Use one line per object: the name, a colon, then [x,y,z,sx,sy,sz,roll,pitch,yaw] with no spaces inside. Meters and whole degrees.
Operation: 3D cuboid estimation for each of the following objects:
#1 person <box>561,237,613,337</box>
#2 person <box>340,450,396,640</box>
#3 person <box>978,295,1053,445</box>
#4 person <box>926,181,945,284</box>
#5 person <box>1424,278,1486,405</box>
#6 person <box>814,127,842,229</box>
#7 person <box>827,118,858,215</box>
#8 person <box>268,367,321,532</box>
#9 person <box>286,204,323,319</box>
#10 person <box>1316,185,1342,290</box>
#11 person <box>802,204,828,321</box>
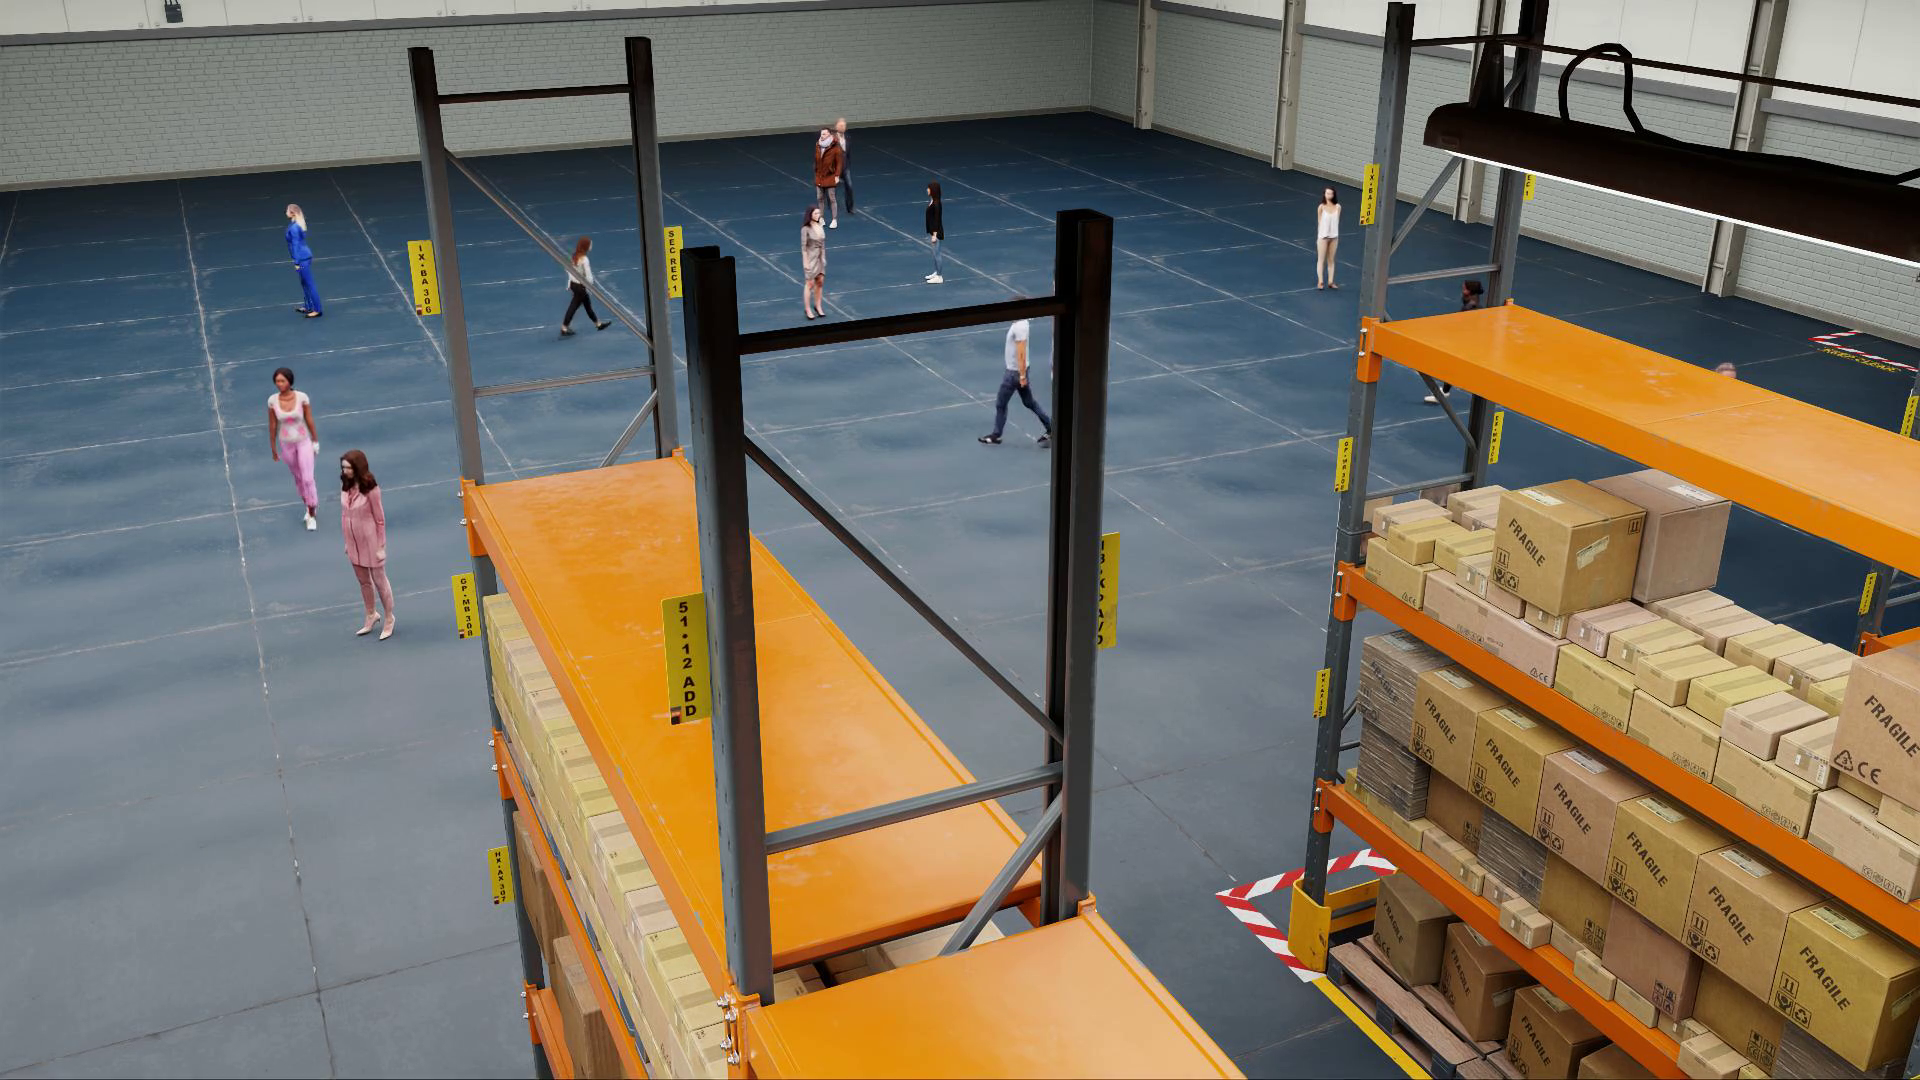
person: [-5.598,-3.635,24.137,0.712,1.423,0.972,-17,28,-34]
person: [-5.364,0.025,15.045,0.668,1.803,0.747,10,25,23]
person: [0.784,-1.981,19.729,1.137,1.828,1.224,3,23,7]
person: [-0.399,-5.038,27.151,0.696,1.646,0.556,-2,23,-5]
person: [6.351,-2.556,21.296,1.128,1.660,1.019,-13,27,-29]
person: [-2.480,-6.745,30.918,0.843,1.839,0.913,10,25,23]
person: [-2.360,-7.207,32.076,0.687,1.784,1.154,-12,26,-25]
person: [-6.997,-1.003,17.572,0.731,1.716,0.970,-4,23,-10]
person: [-9.907,-4.240,25.211,0.763,1.695,0.680,-7,24,-15]
person: [5.921,-4.882,26.773,0.597,1.654,0.661,-6,24,-14]
person: [-2.198,-4.197,25.048,0.655,1.744,0.657,17,28,35]
